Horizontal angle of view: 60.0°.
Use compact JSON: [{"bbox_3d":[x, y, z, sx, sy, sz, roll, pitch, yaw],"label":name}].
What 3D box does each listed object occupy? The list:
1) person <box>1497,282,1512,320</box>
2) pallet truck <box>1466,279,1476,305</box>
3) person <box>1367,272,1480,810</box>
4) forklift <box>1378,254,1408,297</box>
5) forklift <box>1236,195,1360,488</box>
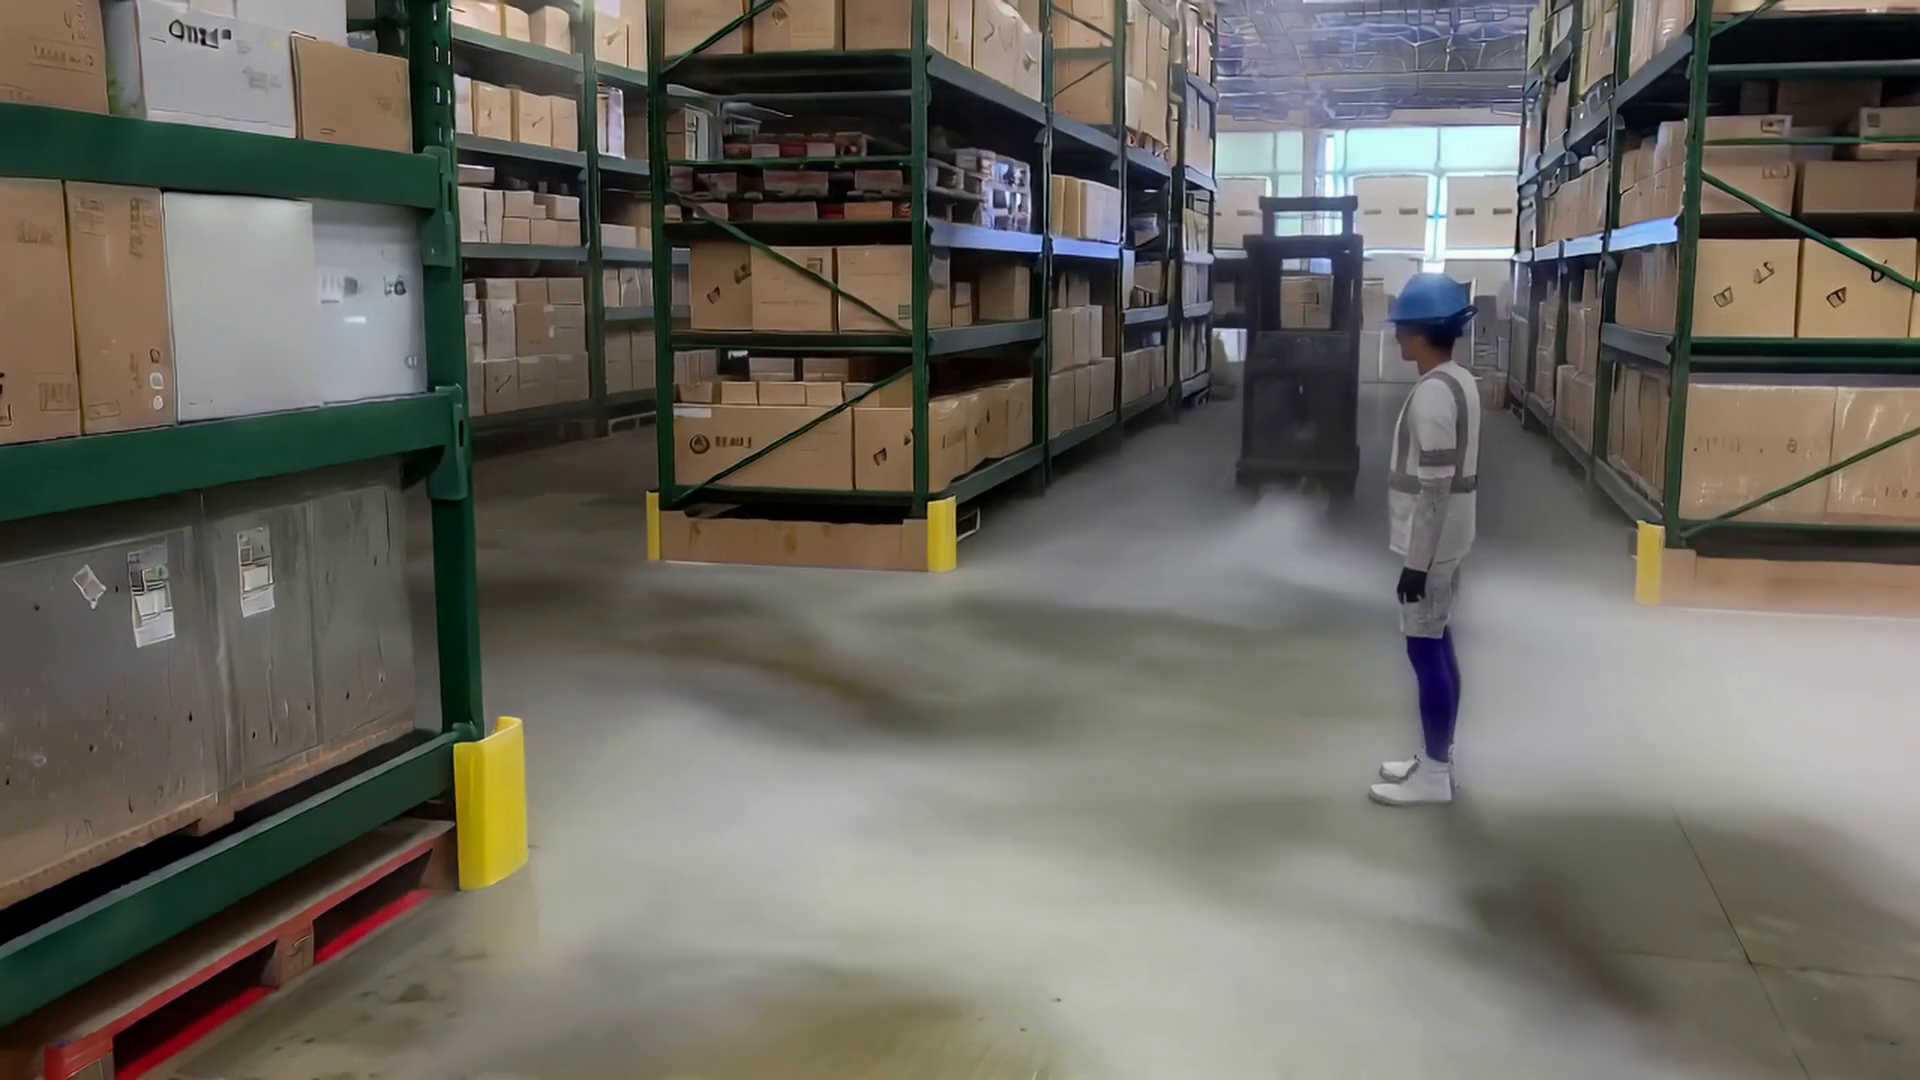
[{"bbox_3d":[15.215,-6.231,46.391,0.625,1.924,0.456,-3,9,-17],"label":"person"},{"bbox_3d":[18.896,-8.459,60.307,1.885,1.965,0.823,5,10,31],"label":"pallet truck"},{"bbox_3d":[1.770,0.008,6.372,0.380,2.041,0.616,4,10,24],"label":"person"},{"bbox_3d":[14.526,-8.207,55.916,1.129,2.768,1.873,-2,9,-11],"label":"forklift"},{"bbox_3d":[3.433,-2.012,16.557,1.129,2.768,1.873,2,9,15],"label":"forklift"}]
